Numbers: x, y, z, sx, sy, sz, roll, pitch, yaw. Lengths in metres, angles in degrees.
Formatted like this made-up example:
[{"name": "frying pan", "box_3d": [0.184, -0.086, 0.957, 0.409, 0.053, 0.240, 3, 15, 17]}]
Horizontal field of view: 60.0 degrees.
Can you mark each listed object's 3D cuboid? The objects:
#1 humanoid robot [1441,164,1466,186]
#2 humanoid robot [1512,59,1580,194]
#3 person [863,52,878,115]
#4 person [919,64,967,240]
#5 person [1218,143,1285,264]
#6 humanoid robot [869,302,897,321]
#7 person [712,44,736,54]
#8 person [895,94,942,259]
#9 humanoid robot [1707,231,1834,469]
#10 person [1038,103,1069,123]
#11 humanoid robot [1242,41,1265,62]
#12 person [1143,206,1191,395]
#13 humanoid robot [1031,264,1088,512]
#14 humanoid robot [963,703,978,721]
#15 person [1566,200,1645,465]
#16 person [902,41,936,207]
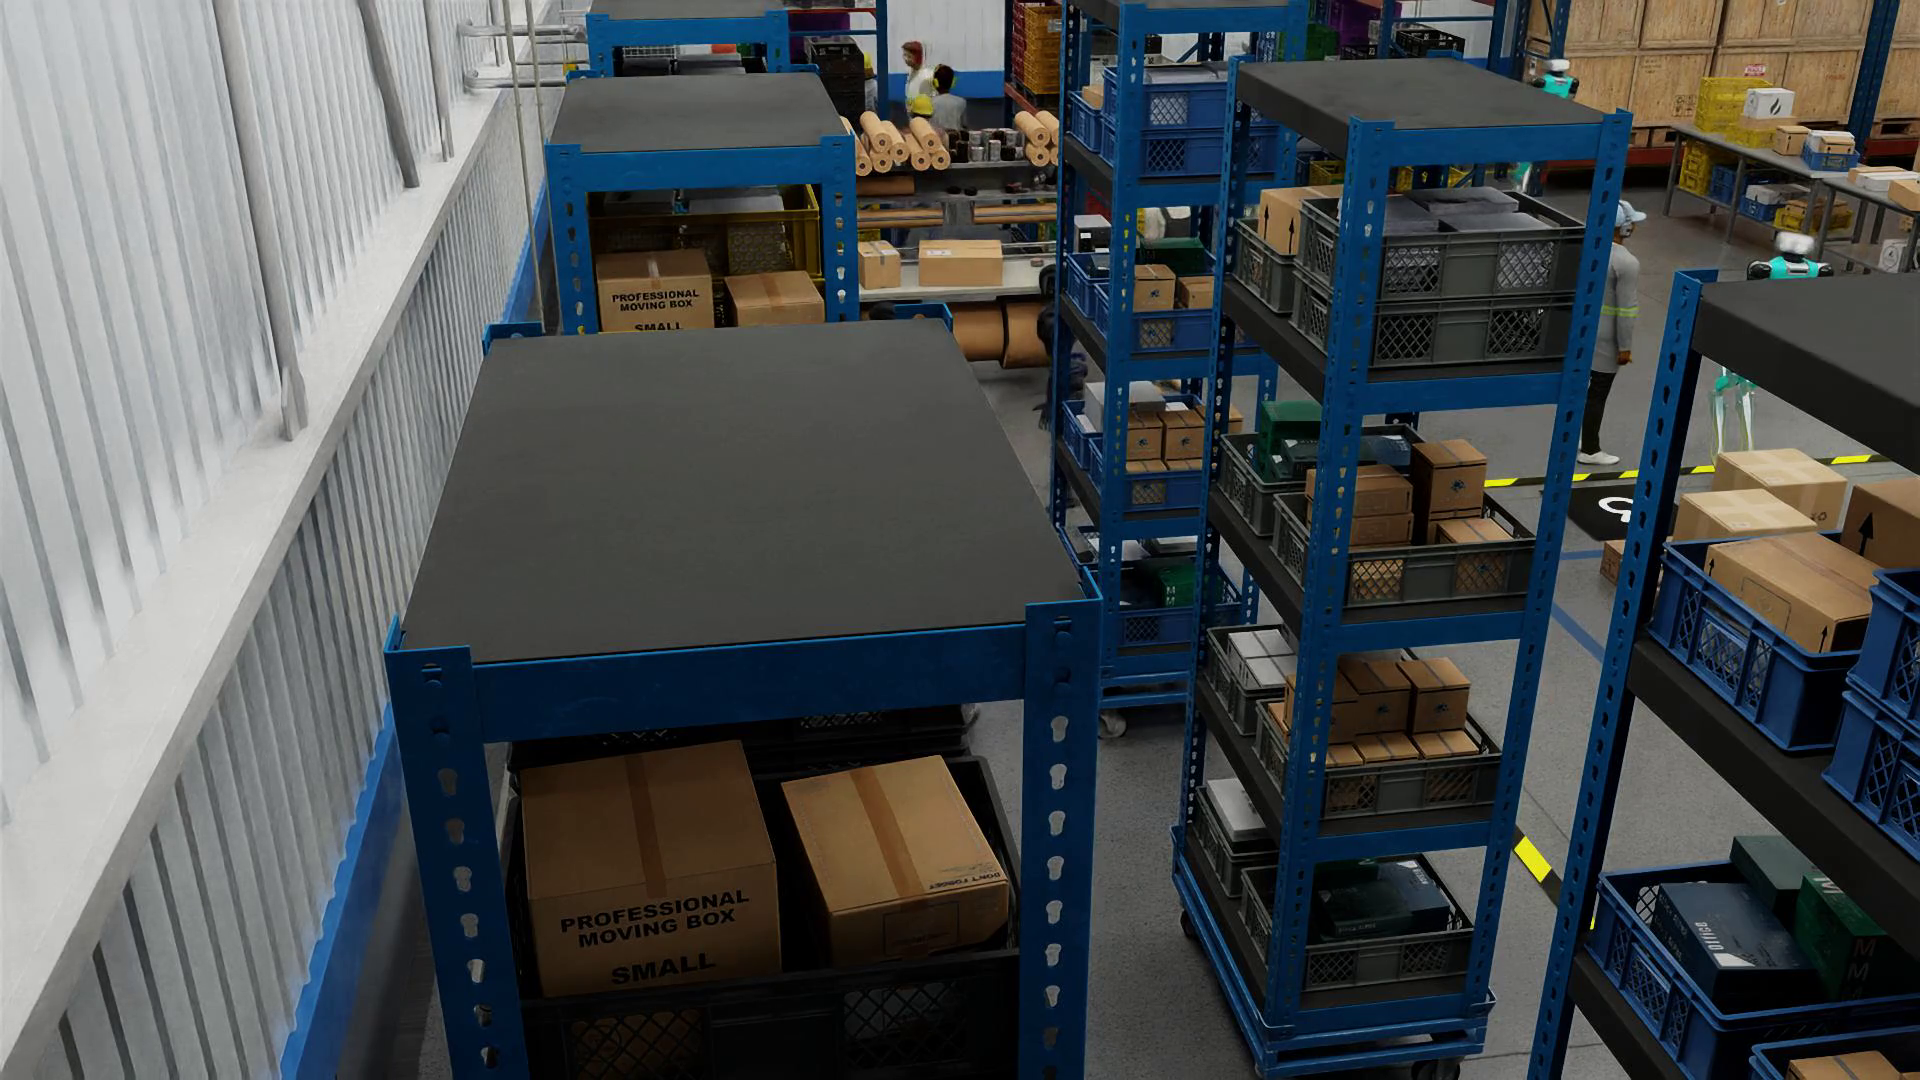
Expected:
[{"name": "humanoid robot", "box_3d": [4.965, -4.036, 17.394, 0.589, 1.637, 0.589, -9, 26, -19]}, {"name": "humanoid robot", "box_3d": [6.168, -4.288, 17.874, 0.541, 1.766, 0.890, -5, 25, -11]}, {"name": "person", "box_3d": [-1.041, -4.444, 18.188, 0.490, 1.746, 0.286, -12, 27, -24]}, {"name": "person", "box_3d": [-0.198, -3.865, 16.812, 0.571, 1.842, 0.701, -12, 27, -25]}, {"name": "person", "box_3d": [2.615, -3.012, 15.036, 0.627, 1.784, 0.986, -2, 25, -4]}, {"name": "humanoid robot", "box_3d": [-0.551, -0.644, 10.012, 0.432, 1.635, 0.602, -8, 26, -17]}, {"name": "person", "box_3d": [-2.412, -4.233, 17.392, 0.604, 2.034, 0.386, 7, 26, 15]}, {"name": "person", "box_3d": [-0.398, -3.427, 15.990, 0.532, 1.739, 0.801, -10, 27, -21]}, {"name": "humanoid robot", "box_3d": [5.366, -1.301, 11.209, 0.533, 1.677, 0.735, 1, 25, 2]}, {"name": "person", "box_3d": [1.015, -4.509, 18.148, 0.605, 1.905, 0.457, 2, 25, 3]}, {"name": "humanoid robot", "box_3d": [3.037, -4.659, 18.789, 0.734, 1.878, 0.536, -8, 26, -17]}, {"name": "person", "box_3d": [1.606, -2.011, 12.783, 0.513, 1.843, 0.327, -16, 29, -32]}, {"name": "humanoid robot", "box_3d": [0.706, -0.989, 10.768, 0.420, 1.645, 0.600, 5, 25, 11]}, {"name": "humanoid robot", "box_3d": [-0.089, 0.261, 8.076, 0.564, 1.876, 0.804, 5, 25, 10]}, {"name": "person", "box_3d": [4.452, -1.431, 11.515, 0.371, 1.852, 0.588, -8, 26, -17]}, {"name": "person", "box_3d": [-0.425, -4.604, 18.443, 0.460, 1.825, 0.599, -5, 25, -10]}]
